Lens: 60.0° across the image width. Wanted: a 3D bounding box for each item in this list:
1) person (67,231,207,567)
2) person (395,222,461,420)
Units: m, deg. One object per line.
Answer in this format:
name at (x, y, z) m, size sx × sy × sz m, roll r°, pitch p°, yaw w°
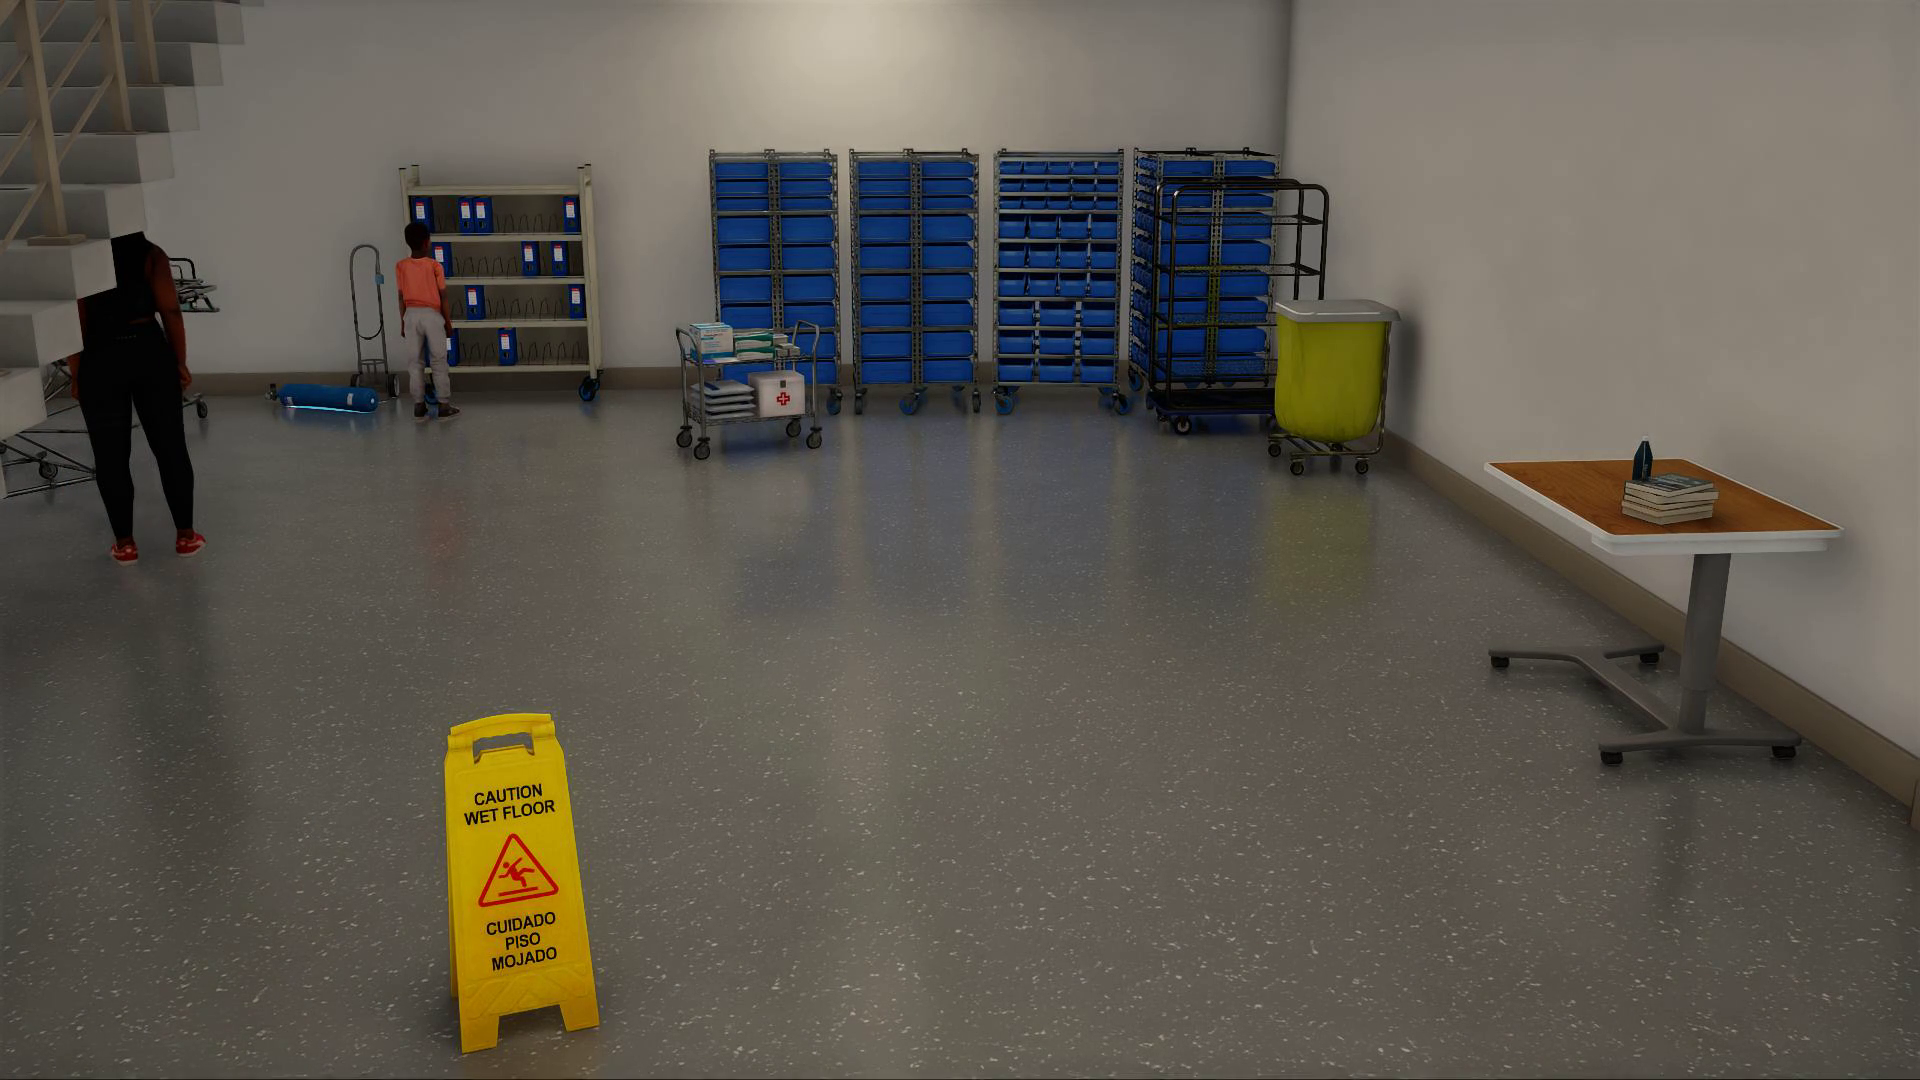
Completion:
person at (-3.919, -0.796, 7.829) m, size 0.767 × 1.815 × 0.755 m, roll -8°, pitch 18°, yaw -27°
person at (-3.595, -1.471, 11.156) m, size 0.503 × 1.310 × 0.474 m, roll 0°, pitch 16°, yaw -1°
